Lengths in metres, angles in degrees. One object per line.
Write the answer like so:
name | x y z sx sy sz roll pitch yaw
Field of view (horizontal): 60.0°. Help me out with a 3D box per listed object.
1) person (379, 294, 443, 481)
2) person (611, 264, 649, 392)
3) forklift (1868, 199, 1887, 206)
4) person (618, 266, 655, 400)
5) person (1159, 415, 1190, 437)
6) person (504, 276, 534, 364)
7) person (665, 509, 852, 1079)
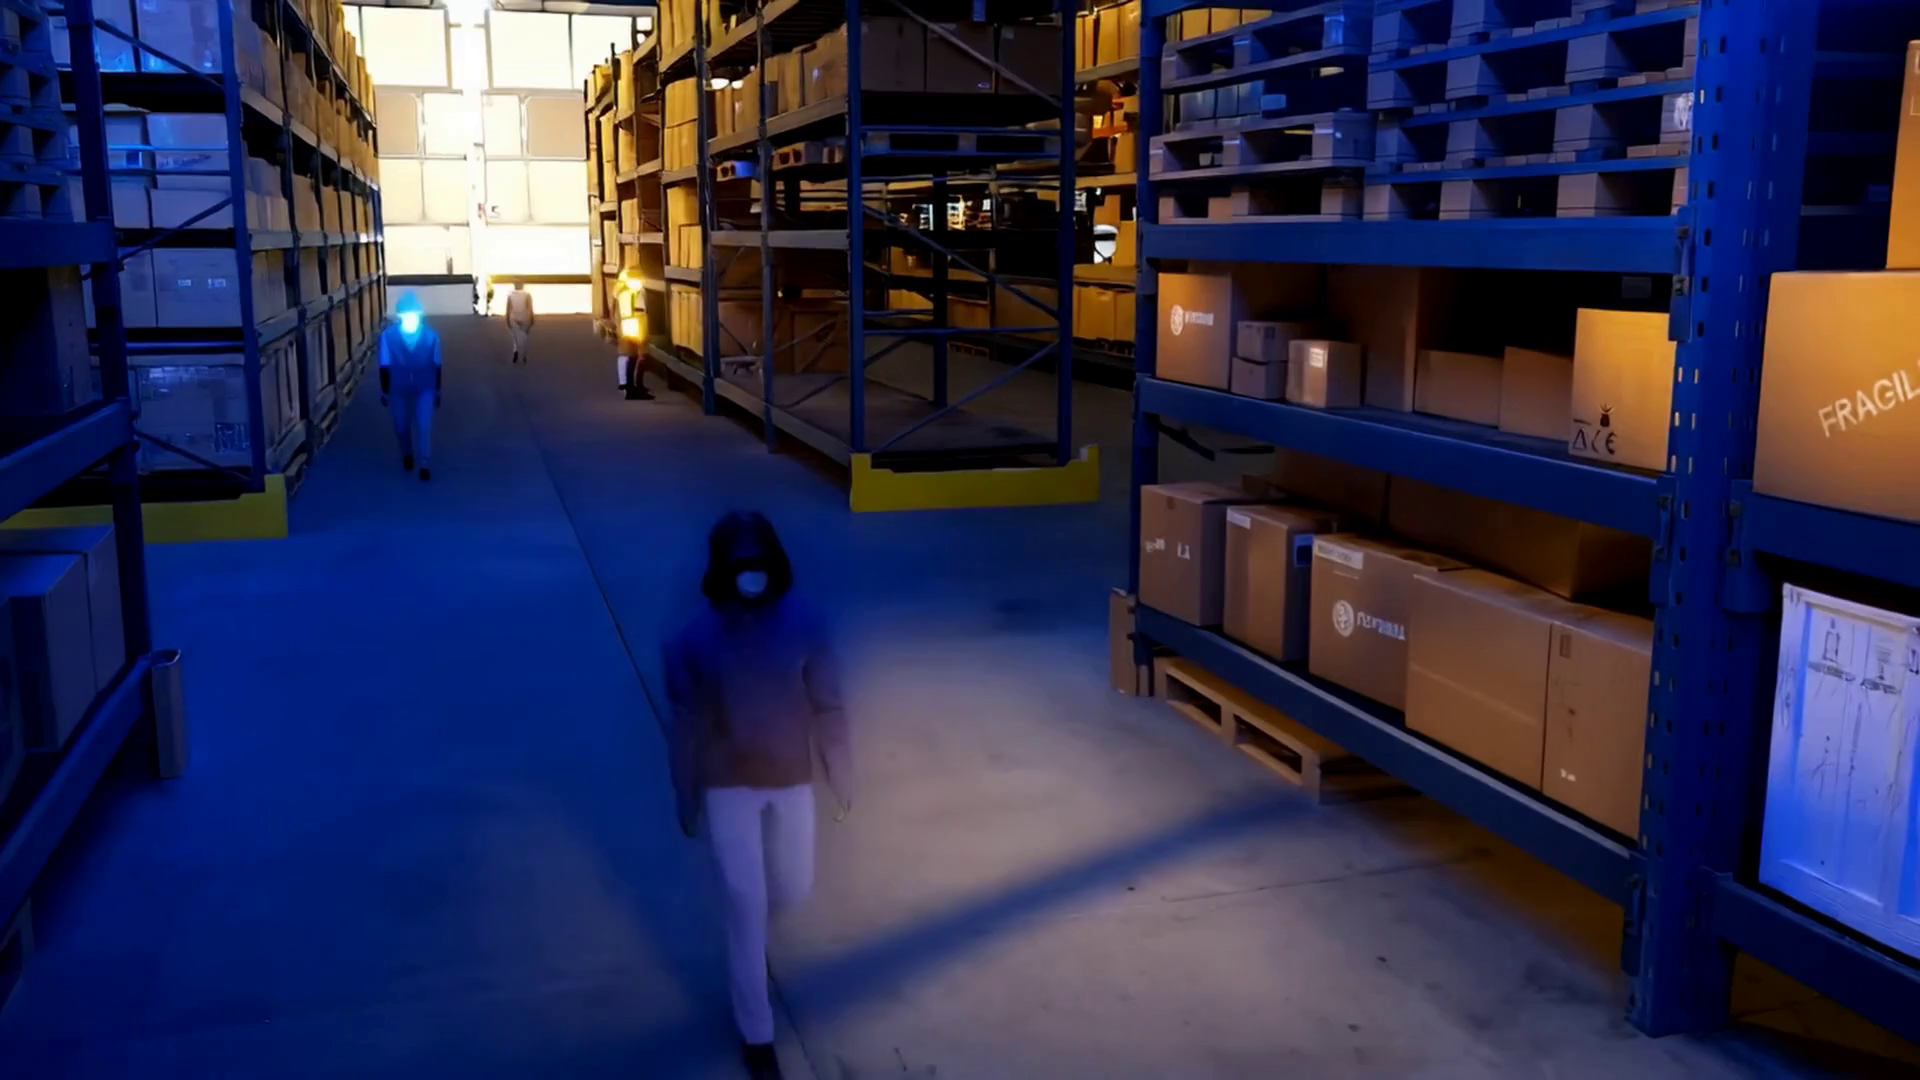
person | -5.363 -1.506 16.275 0.594 1.807 0.780 -3 11 -15
person | -5.016 -3.217 25.300 0.635 1.937 0.360 6 12 30
forklift | 11.338 -2.915 21.052 1.129 2.768 1.873 -3 11 -17
person | -4.678 -2.983 24.042 0.590 1.922 0.437 9 14 42
person | 2.597 -2.161 19.697 0.682 1.863 0.718 1 10 8
person | -8.144 -4.058 30.735 0.541 1.628 0.362 -2 11 -12
person | -0.606 0.684 4.820 0.502 1.604 0.700 -5 11 -26
